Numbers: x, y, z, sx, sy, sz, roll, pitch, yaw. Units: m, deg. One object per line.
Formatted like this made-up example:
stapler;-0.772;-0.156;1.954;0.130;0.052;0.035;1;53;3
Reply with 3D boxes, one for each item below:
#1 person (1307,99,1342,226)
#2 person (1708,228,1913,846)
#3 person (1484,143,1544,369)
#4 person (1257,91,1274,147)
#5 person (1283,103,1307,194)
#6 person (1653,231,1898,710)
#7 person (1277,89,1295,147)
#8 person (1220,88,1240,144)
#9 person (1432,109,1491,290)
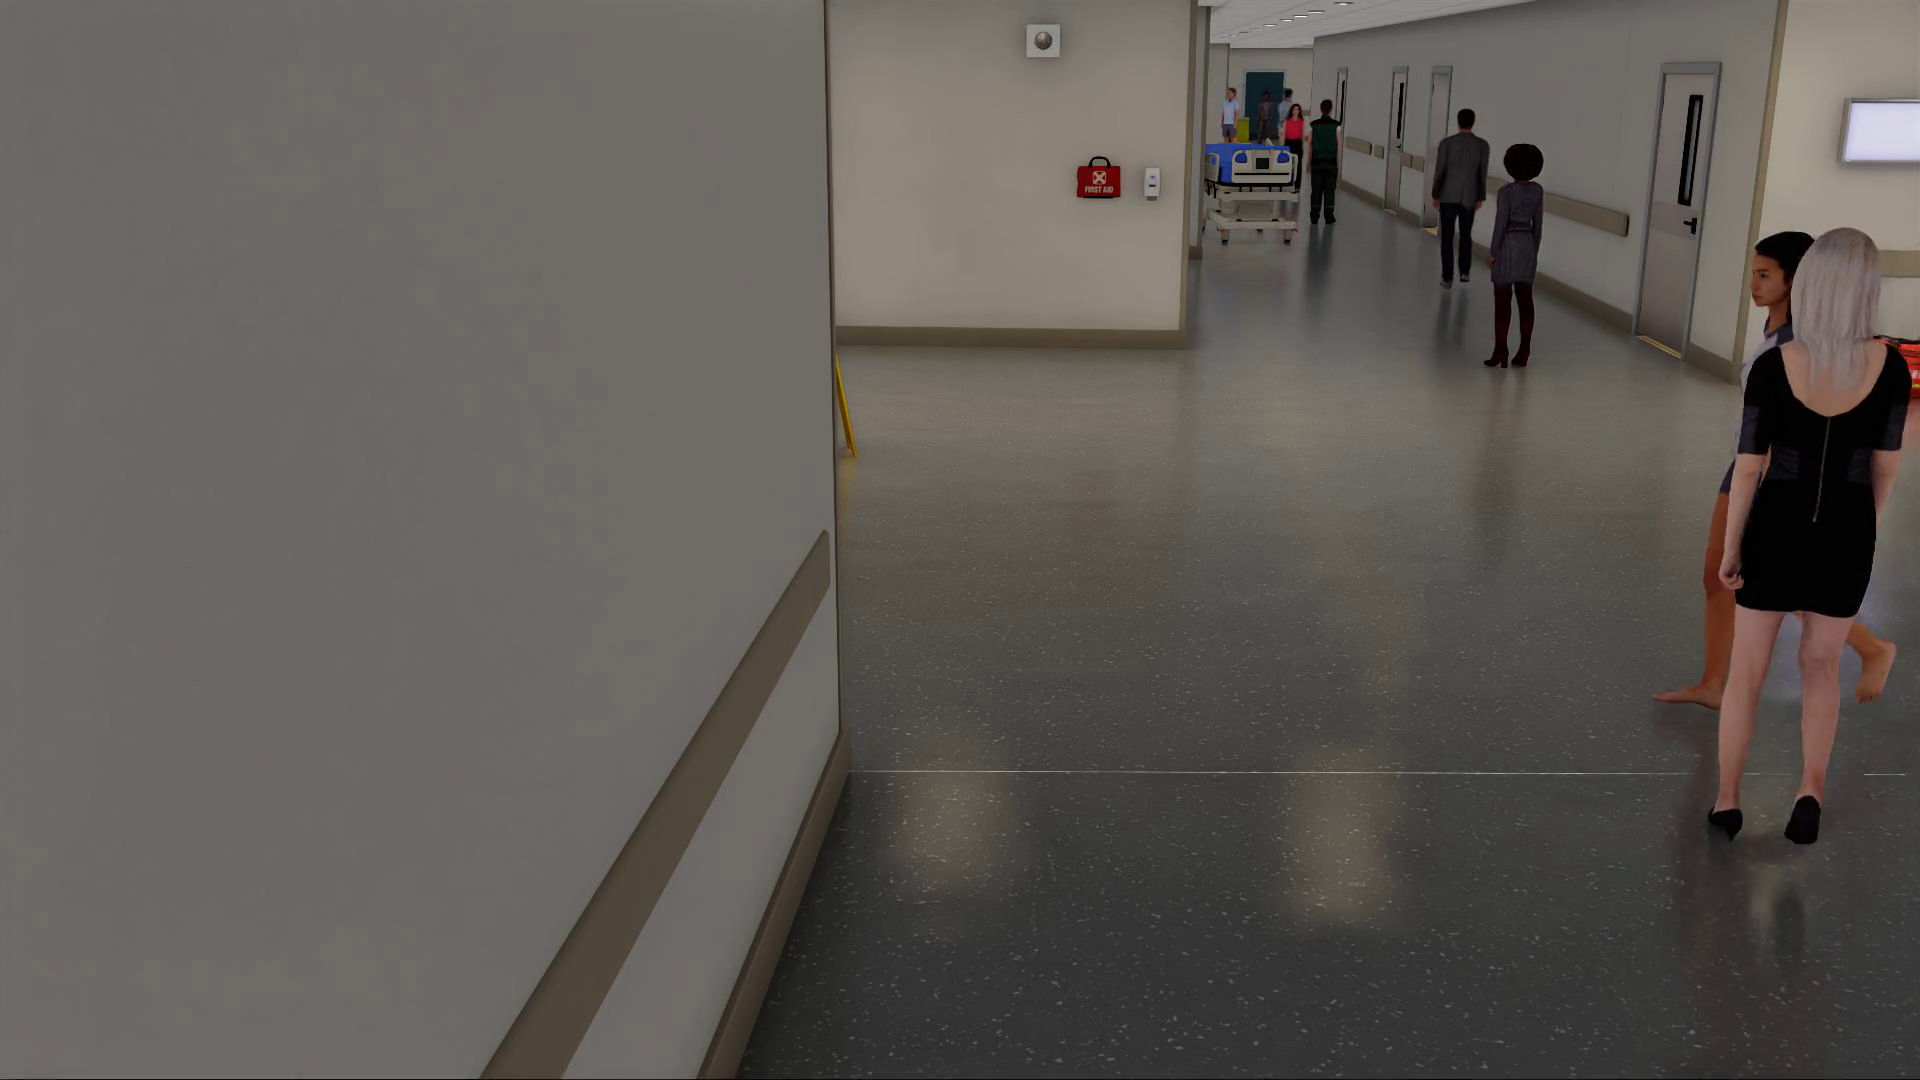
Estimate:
person;5.511;-5.722;25.155;0.603;1.838;0.756;5;17;19
person;2.418;0.058;4.689;0.731;1.823;0.732;3;16;12
person;4.314;-2.204;12.922;0.566;1.710;0.714;-4;16;-15
person;8.382;-11.463;45.749;0.502;1.717;0.636;2;16;8
person;6.325;-7.453;31.630;0.496;1.661;0.661;3;16;11
person;2.891;-0.184;5.758;1.005;1.708;0.645;3;16;10
person;7.570;-9.605;38.950;0.952;1.830;0.985;13;20;39
person;7.008;-10.766;43.064;0.797;1.832;0.721;-15;21;-42
person;5.267;-3.575;17.518;0.575;1.854;0.746;1;16;5
